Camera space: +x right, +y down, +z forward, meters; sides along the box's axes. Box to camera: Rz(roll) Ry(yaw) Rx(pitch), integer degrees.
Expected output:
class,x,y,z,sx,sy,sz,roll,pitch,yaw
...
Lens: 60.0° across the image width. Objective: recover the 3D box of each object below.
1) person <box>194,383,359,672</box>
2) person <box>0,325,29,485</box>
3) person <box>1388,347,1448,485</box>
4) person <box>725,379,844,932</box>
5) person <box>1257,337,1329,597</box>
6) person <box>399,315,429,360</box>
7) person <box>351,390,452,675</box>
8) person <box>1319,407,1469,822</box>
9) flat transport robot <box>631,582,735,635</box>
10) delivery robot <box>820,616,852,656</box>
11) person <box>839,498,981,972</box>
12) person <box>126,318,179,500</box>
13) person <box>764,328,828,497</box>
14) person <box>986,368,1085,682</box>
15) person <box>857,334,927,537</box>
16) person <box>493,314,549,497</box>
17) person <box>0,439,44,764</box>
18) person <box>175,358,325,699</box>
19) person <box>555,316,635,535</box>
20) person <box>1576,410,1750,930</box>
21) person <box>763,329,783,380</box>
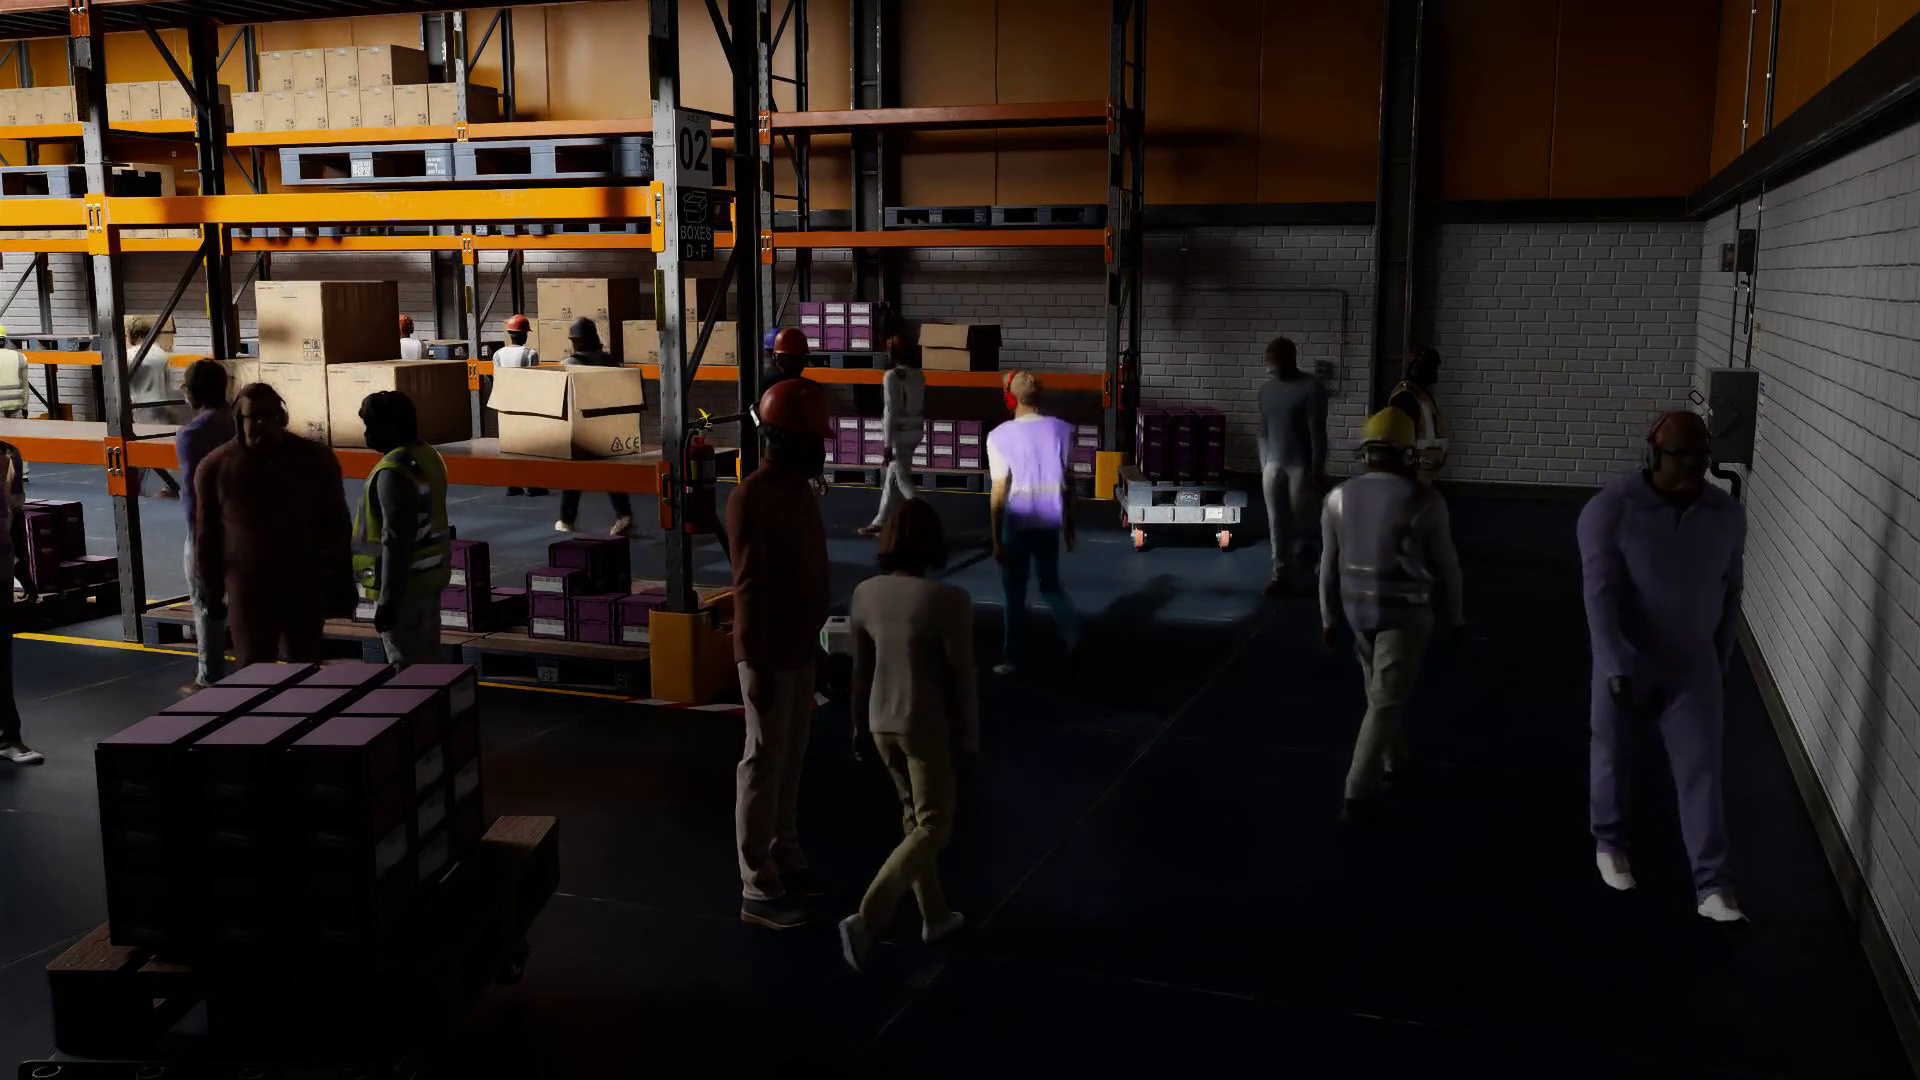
class,x,y,z,sx,sy,sz,roll,pitch,yaw
person,-3.142,0.214,7.685,0.661,1.862,0.968,-5,10,-27
person,-10.646,-1.492,18.480,0.404,1.833,0.590,5,10,29
person,3.348,-0.495,12.203,0.429,1.840,0.624,4,10,24
person,-0.631,0.406,6.080,0.393,1.986,0.611,2,9,14
person,2.501,-0.549,12.319,0.746,1.913,0.651,-8,12,-42
person,-6.615,-1.748,19.931,0.355,1.882,0.575,8,12,42
person,-2.574,0.227,7.677,0.429,1.838,0.621,-1,9,-3
person,1.900,0.313,7.314,0.897,1.792,0.595,-8,12,-40
flat transport robot,-2.060,0.438,11.247,1.431,0.197,0.652,3,10,21
delivery robot,-0.421,0.553,9.340,0.707,0.478,0.477,0,9,1
person,-0.194,0.661,5.646,0.512,1.606,0.712,7,11,36
person,-8.639,-1.359,17.436,0.942,1.900,0.639,1,9,4
person,-1.175,-0.476,11.588,0.612,1.995,0.392,-8,12,-40
person,0.446,-0.059,9.484,0.600,1.825,0.622,-5,10,-26
person,-0.558,-0.890,14.715,0.879,1.853,0.622,5,10,29
person,-4.694,-1.430,17.755,0.546,1.939,0.375,3,10,19
person,-4.657,0.154,7.846,0.368,1.927,0.589,5,10,29
person,-3.948,-0.038,9.110,0.797,1.914,0.635,3,10,21
person,-3.326,-1.052,15.065,0.688,2.000,0.979,-9,13,-44
person,2.590,0.466,6.091,0.639,1.862,0.950,1,9,3
person,-1.576,-0.867,14.331,0.902,1.912,0.626,7,11,38
